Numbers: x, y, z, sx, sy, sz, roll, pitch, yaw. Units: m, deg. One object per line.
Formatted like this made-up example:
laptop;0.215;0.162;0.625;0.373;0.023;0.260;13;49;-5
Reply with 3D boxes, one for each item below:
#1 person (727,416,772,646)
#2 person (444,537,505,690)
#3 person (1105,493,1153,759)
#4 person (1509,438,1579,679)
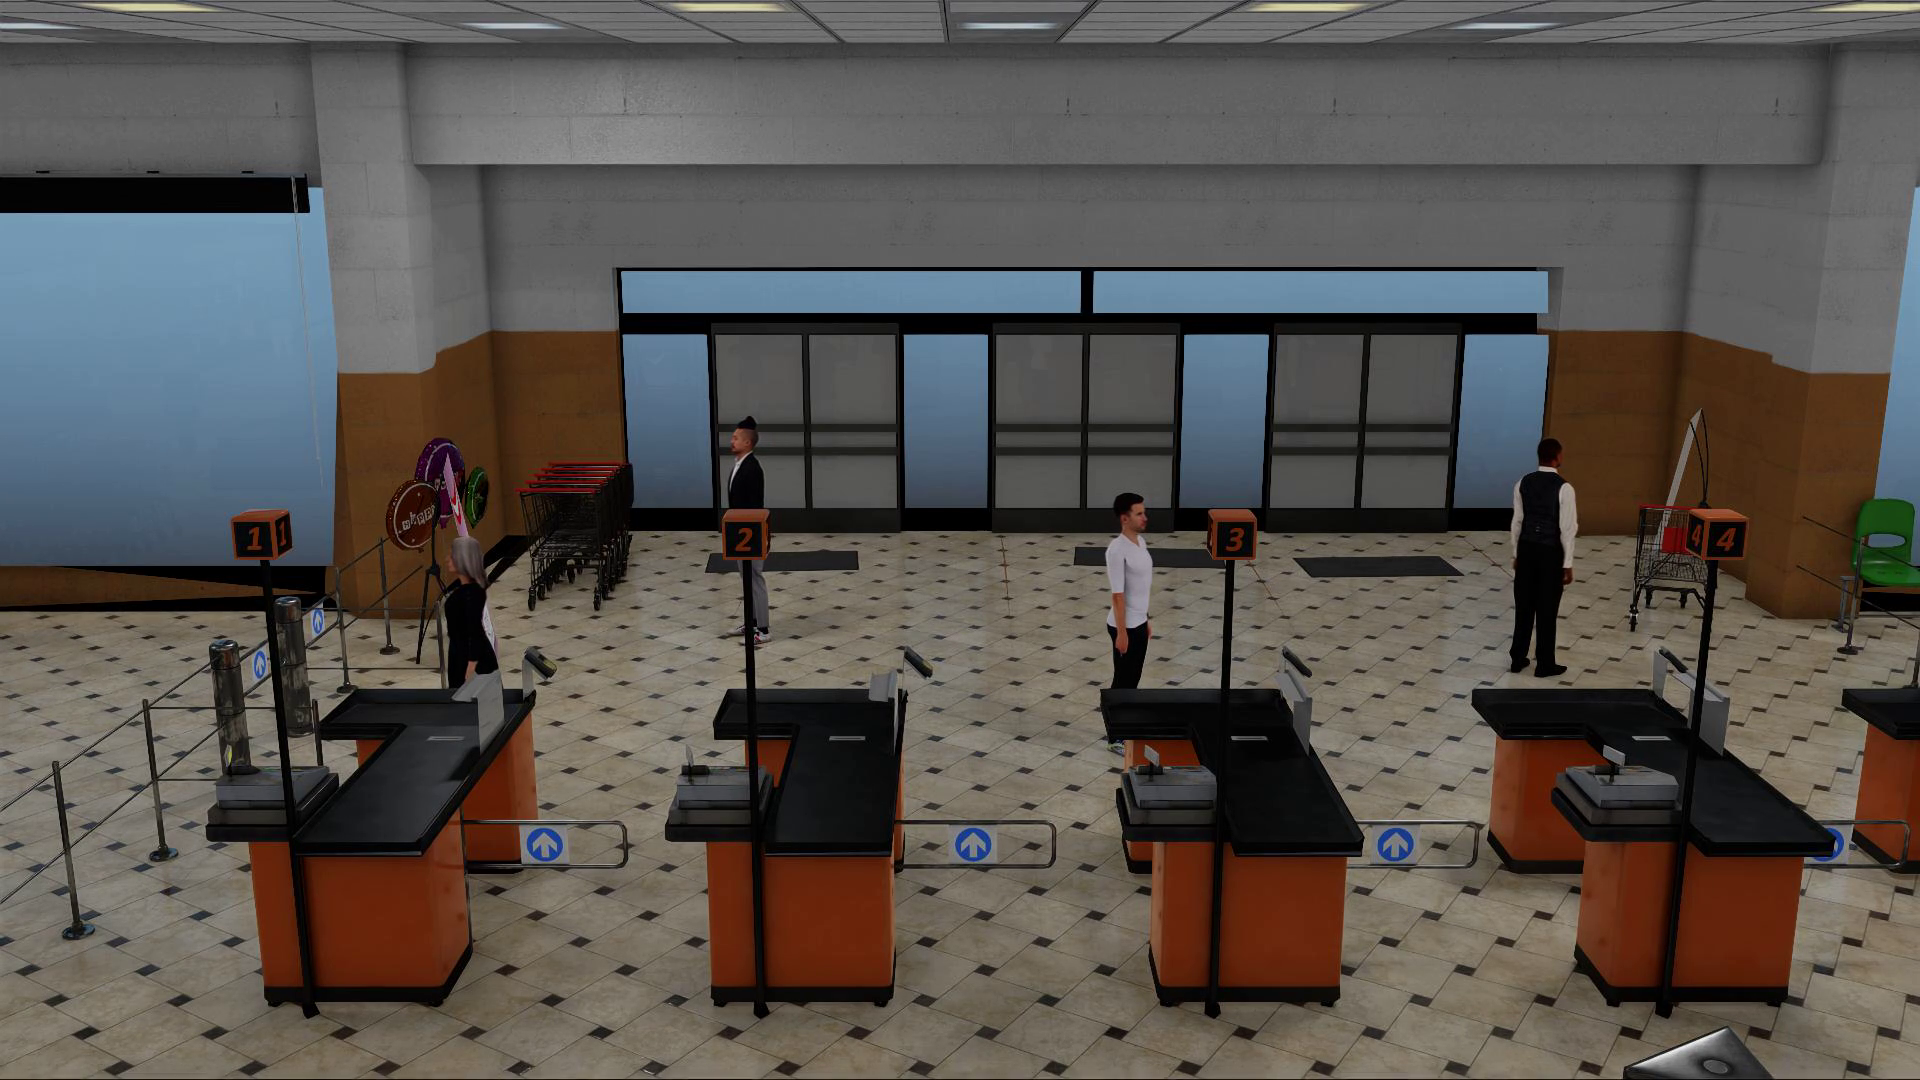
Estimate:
person;-1.795;-0.089;14.171;0.851;1.950;0.682;-6;15;-23
person;-3.181;0.822;10.848;0.736;1.747;0.619;-5;15;-20
person;1.178;0.574;11.645;0.809;1.852;0.673;7;15;26
person;4.655;0.132;13.326;0.830;1.918;0.761;-12;18;-41
